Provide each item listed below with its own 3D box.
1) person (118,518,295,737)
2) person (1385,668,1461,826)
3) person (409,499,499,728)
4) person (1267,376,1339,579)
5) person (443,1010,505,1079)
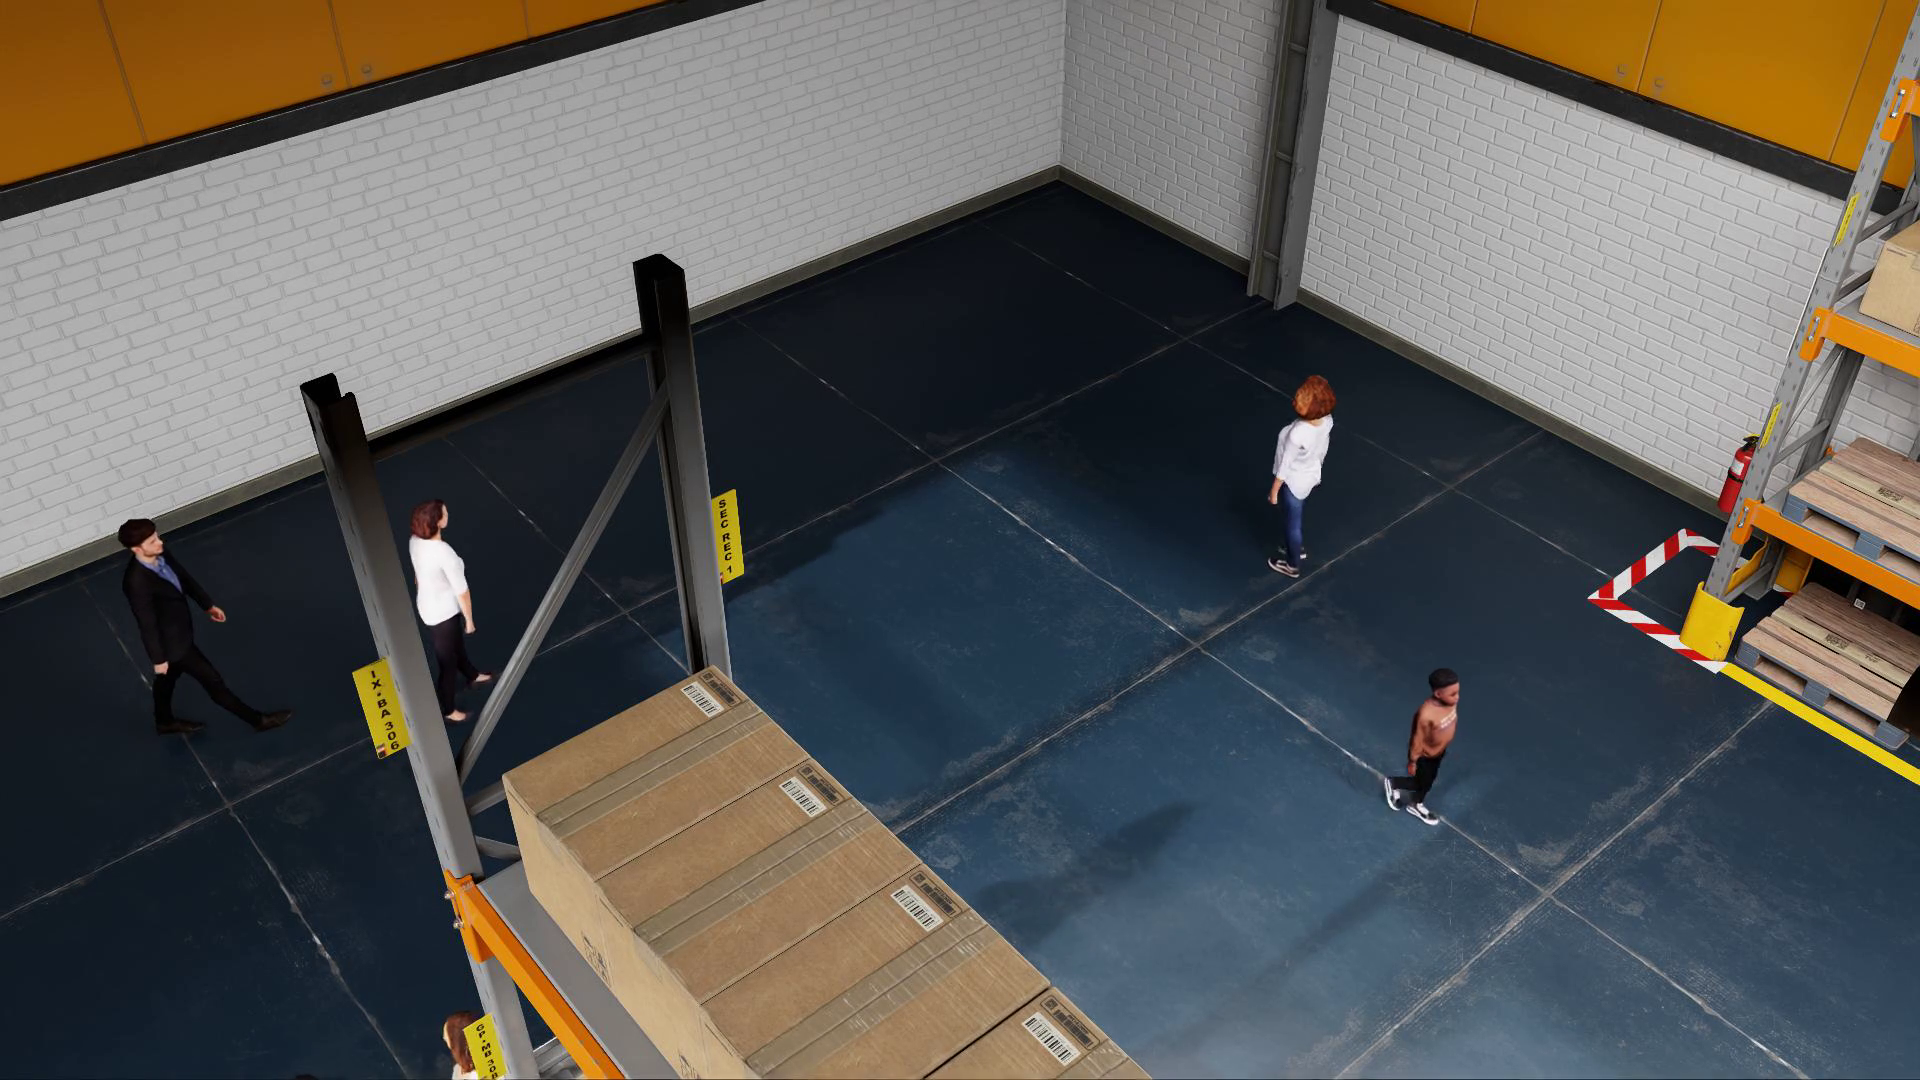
[{"bbox_3d":[-5.209,0.624,10.828,1.120,1.840,1.225,-7,39,-9],"label":"person"},{"bbox_3d":[2.907,1.275,10.488,0.520,1.246,0.601,-28,46,-30],"label":"person"},{"bbox_3d":[-3.477,0.524,11.004,0.774,1.775,0.738,29,47,31],"label":"person"},{"bbox_3d":[2.578,-0.423,12.245,0.627,1.707,0.679,31,48,33],"label":"person"},{"bbox_3d":[-2.181,2.868,8.153,0.818,1.672,0.738,-1,39,-1],"label":"person"}]
